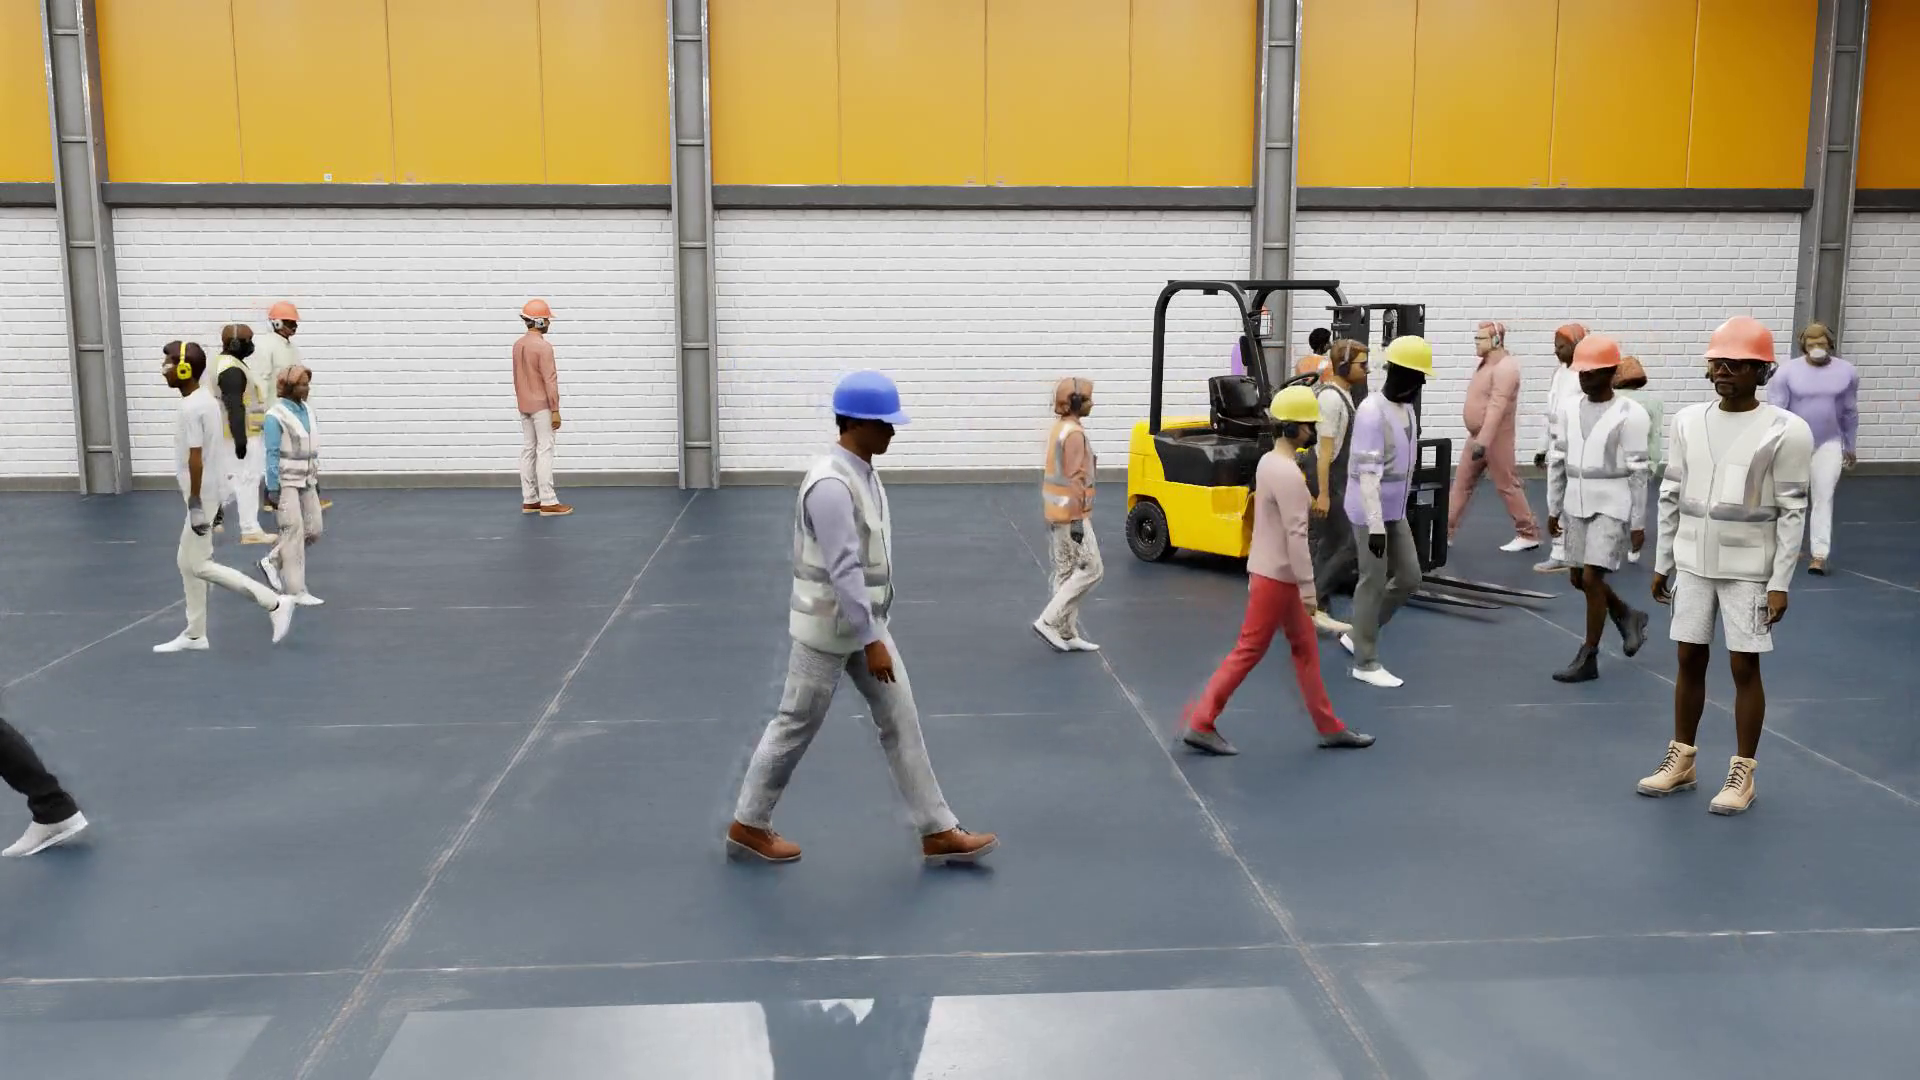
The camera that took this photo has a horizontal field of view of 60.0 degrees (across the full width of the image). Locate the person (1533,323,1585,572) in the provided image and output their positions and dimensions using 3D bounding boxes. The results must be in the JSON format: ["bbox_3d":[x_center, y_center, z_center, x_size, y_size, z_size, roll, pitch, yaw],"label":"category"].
[{"bbox_3d":[4.532,-0.671,12.316,0.469,1.864,0.594,-2,9,-12],"label":"person"}]

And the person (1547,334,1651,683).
[{"bbox_3d":[3.572,-0.186,9.166,0.754,1.906,0.575,-5,10,-30],"label":"person"}]

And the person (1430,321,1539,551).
[{"bbox_3d":[4.201,-0.822,13.325,1.000,1.860,0.653,0,9,-2],"label":"person"}]

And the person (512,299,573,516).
[{"bbox_3d":[-3.888,-1.222,15.374,0.612,1.995,0.376,8,12,42],"label":"person"}]

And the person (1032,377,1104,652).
[{"bbox_3d":[0.658,-0.132,9.657,0.357,1.625,0.542,-1,9,-6],"label":"person"}]

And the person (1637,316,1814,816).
[{"bbox_3d":[3.155,0.105,6.881,0.365,2.048,0.608,-7,11,-37],"label":"person"}]

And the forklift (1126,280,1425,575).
[{"bbox_3d":[2.301,-0.860,12.475,1.214,2.155,2.313,-6,11,-35],"label":"forklift"}]

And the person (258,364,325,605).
[{"bbox_3d":[-4.545,-0.371,11.185,0.495,1.625,0.523,2,9,12],"label":"person"}]

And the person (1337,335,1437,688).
[{"bbox_3d":[2.282,-0.142,8.888,0.442,1.898,0.620,7,12,38],"label":"person"}]

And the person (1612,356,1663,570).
[{"bbox_3d":[5.044,-0.593,12.656,0.494,1.604,0.724,3,9,17],"label":"person"}]

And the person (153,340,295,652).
[{"bbox_3d":[-4.353,-0.243,9.722,0.739,1.852,0.523,-2,9,-14],"label":"person"}]

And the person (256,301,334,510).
[{"bbox_3d":[-6.190,-1.235,15.534,0.865,1.959,0.659,0,9,3],"label":"person"}]

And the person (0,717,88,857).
[{"bbox_3d":[-3.822,0.330,6.090,1.043,1.865,0.572,-4,10,-24],"label":"person"}]

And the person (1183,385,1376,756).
[{"bbox_3d":[1.462,0.152,7.631,0.915,1.719,0.546,0,9,2],"label":"person"}]

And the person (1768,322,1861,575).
[{"bbox_3d":[6.405,-0.698,12.518,0.683,1.876,1.008,2,9,14],"label":"person"}]

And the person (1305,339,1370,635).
[{"bbox_3d":[2.305,-0.306,10.136,0.420,1.828,0.539,3,10,19],"label":"person"}]

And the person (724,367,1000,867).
[{"bbox_3d":[-0.420,0.309,6.133,1.050,1.888,0.584,3,9,18],"label":"person"}]

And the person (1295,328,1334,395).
[{"bbox_3d":[3.589,-1.299,16.827,0.319,1.690,0.539,-6,11,-32],"label":"person"}]

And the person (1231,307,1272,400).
[{"bbox_3d":[2.763,-1.254,15.781,0.366,1.931,0.542,-2,9,-12],"label":"person"}]

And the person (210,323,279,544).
[{"bbox_3d":[-5.962,-0.862,13.642,0.528,1.827,0.646,-4,10,-26],"label":"person"}]
